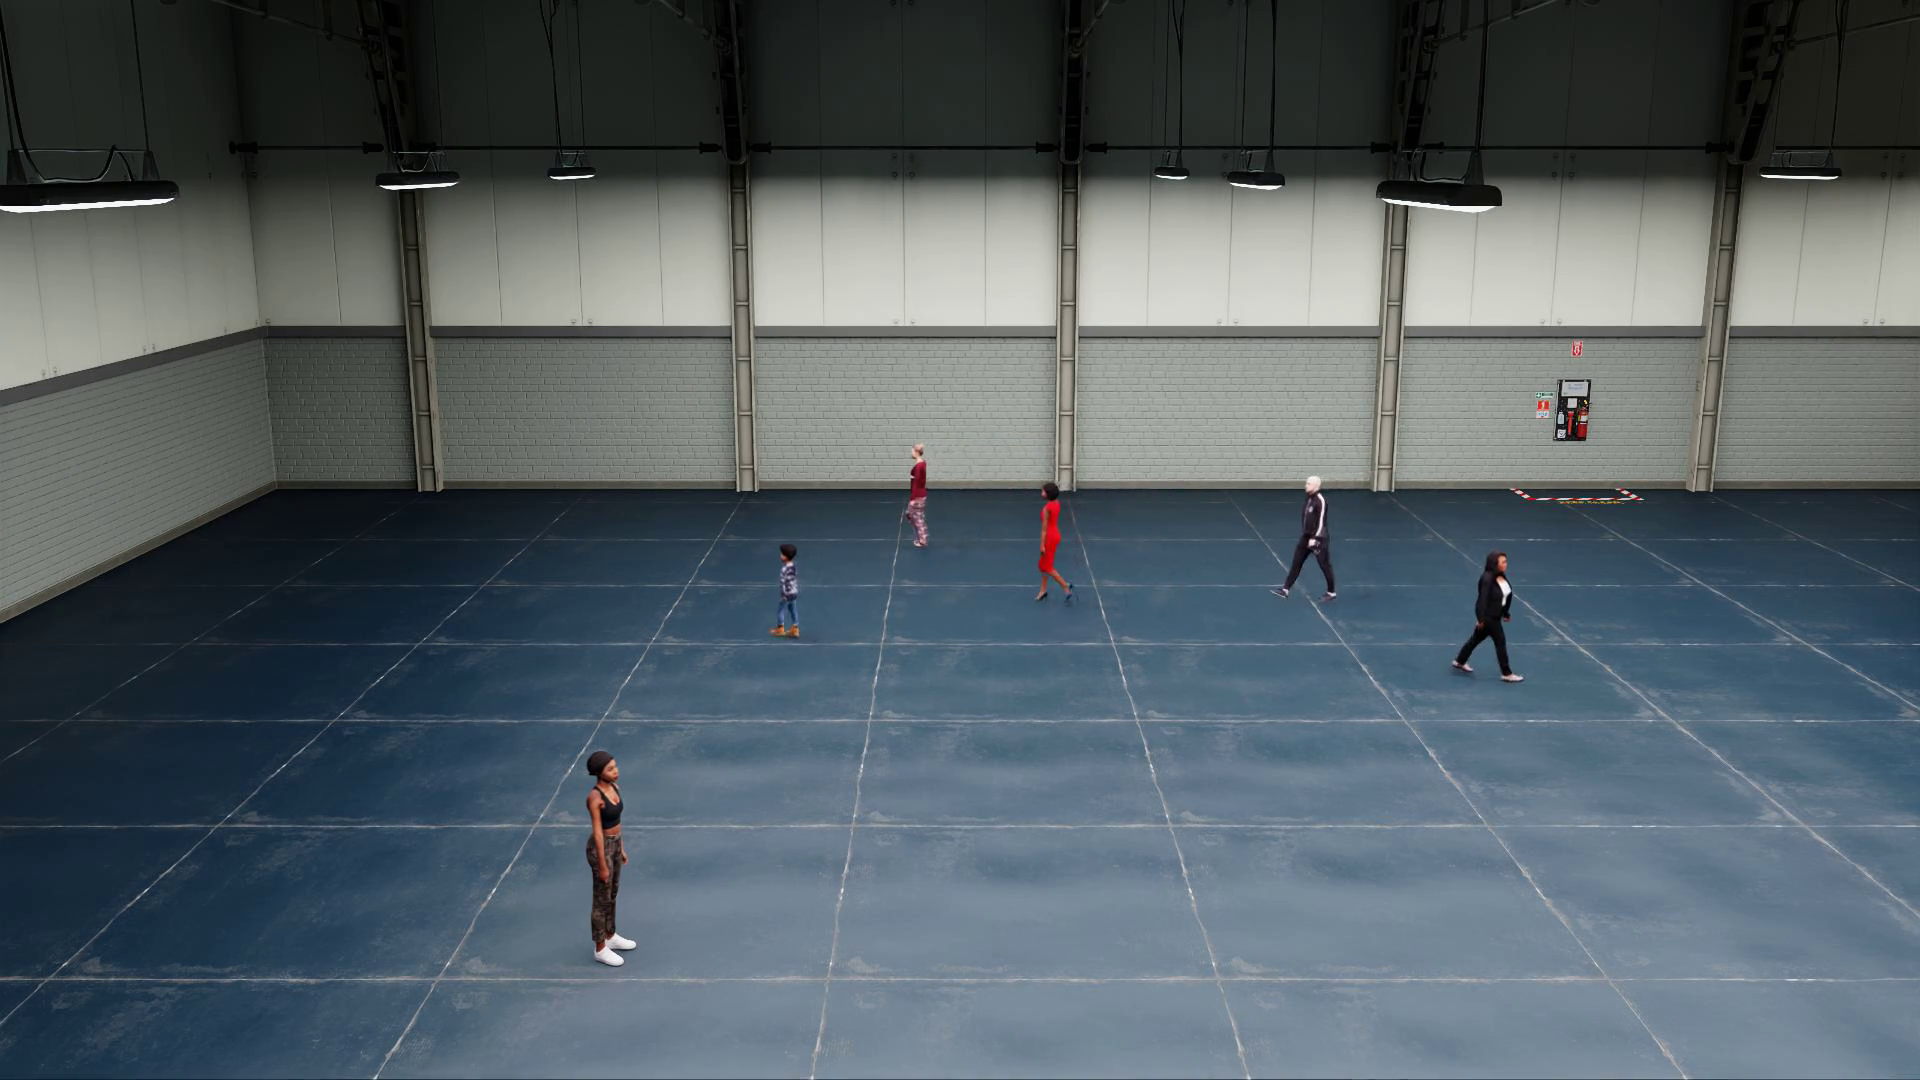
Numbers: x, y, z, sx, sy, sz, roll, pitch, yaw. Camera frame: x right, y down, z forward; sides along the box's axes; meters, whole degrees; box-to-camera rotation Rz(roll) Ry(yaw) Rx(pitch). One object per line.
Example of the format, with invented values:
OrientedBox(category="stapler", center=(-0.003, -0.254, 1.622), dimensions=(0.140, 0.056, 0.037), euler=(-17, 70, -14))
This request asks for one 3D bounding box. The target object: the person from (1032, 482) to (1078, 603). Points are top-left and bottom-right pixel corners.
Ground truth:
OrientedBox(category="person", center=(1.323, 0.061, 23.255), dimensions=(0.990, 1.730, 0.808), euler=(5, 14, 22))

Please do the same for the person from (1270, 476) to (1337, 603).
OrientedBox(category="person", center=(5.069, 0.026, 23.286), dimensions=(1.257, 1.785, 0.930), euler=(-5, 14, -19))

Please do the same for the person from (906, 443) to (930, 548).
OrientedBox(category="person", center=(-0.581, -0.710, 26.669), dimensions=(0.621, 1.691, 0.664), euler=(1, 13, 4))

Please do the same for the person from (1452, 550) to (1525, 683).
OrientedBox(category="person", center=(6.276, 0.907, 19.948), dimensions=(1.206, 1.574, 1.020), euler=(8, 15, 31))

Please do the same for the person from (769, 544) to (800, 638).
OrientedBox(category="person", center=(-2.198, 0.668, 21.730), dimensions=(0.724, 1.236, 0.636), euler=(6, 14, 25))

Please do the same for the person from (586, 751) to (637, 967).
OrientedBox(category="person", center=(-2.768, 2.452, 12.997), dimensions=(0.592, 1.701, 0.614), euler=(3, 13, 11))
